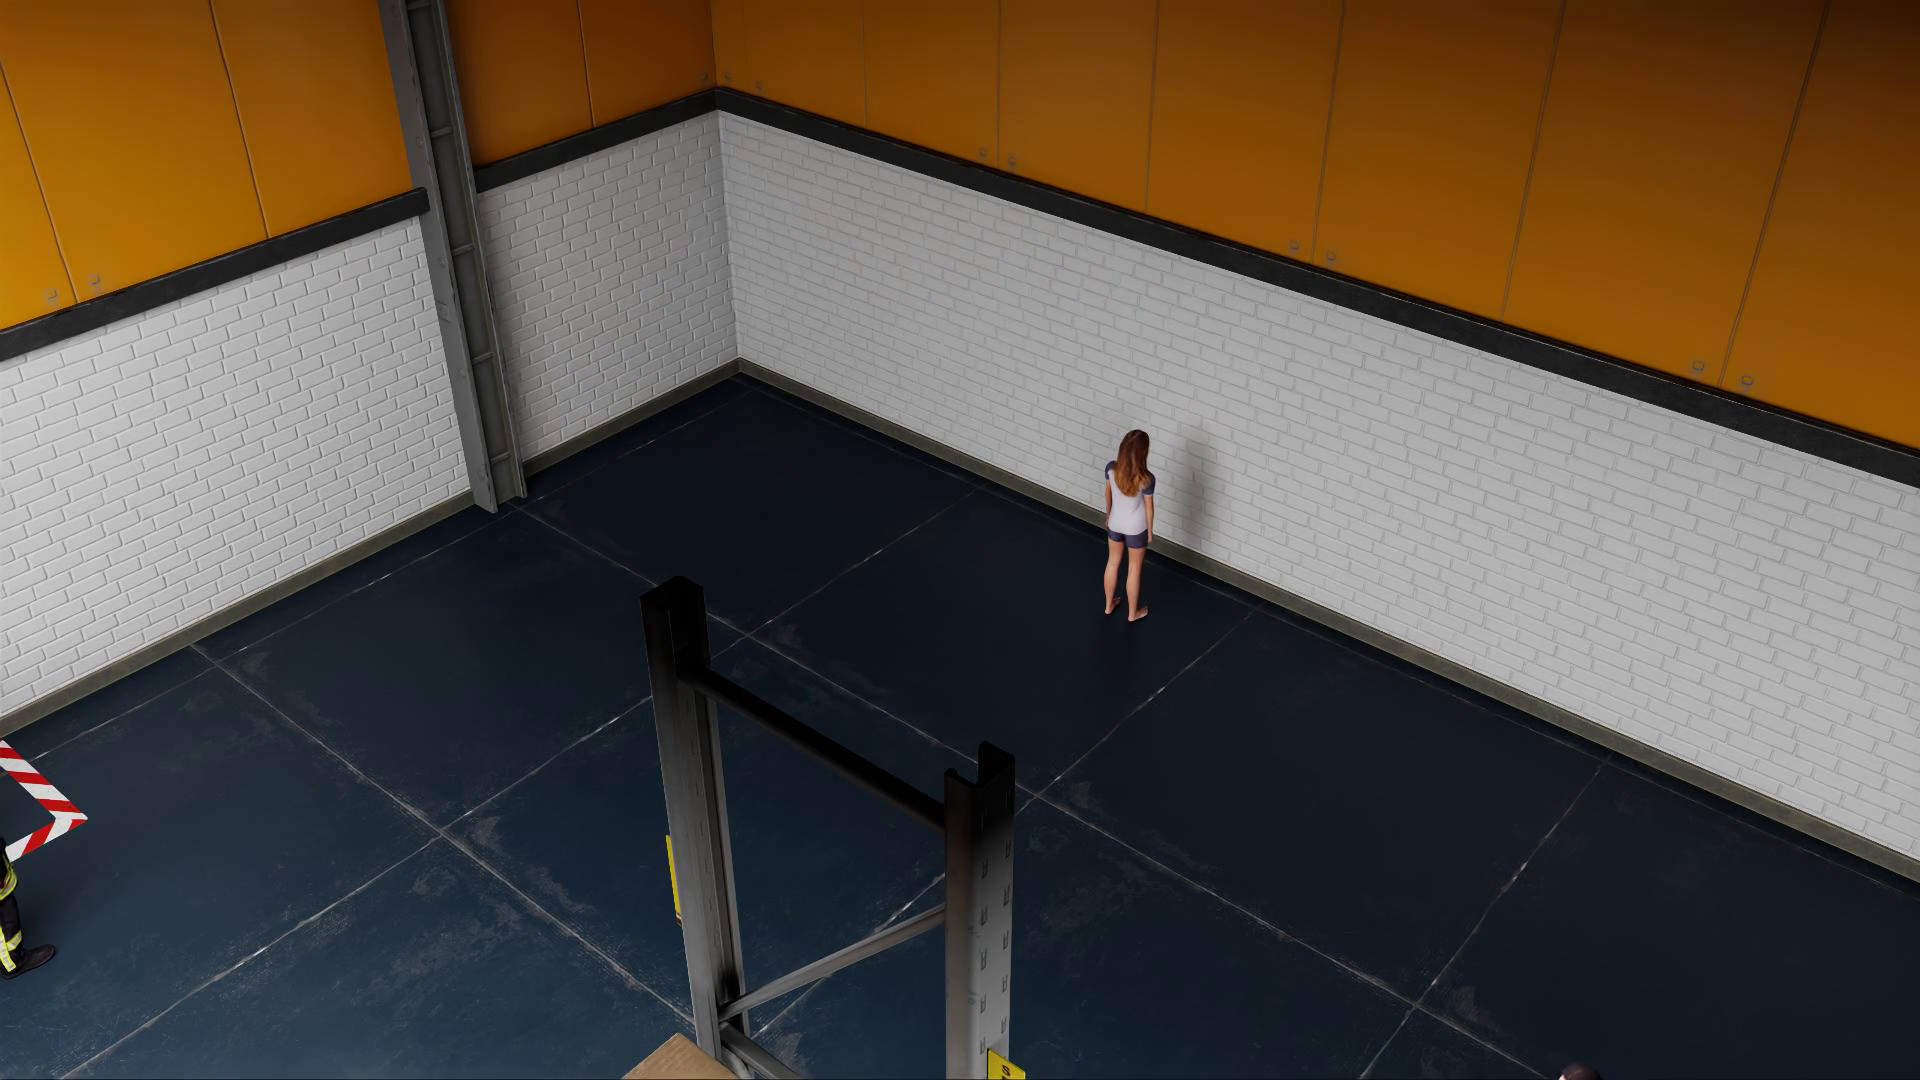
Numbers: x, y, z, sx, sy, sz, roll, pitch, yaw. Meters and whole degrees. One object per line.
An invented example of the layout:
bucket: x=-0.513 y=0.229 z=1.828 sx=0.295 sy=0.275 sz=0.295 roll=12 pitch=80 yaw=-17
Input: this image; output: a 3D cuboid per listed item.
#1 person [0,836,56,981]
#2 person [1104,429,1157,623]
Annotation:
person: x=-6.123 y=1.944 z=10.222 sx=0.782 sy=1.822 sz=0.712 roll=19 pitch=38 yaw=26
person: x=1.351 y=-0.112 z=13.402 sx=0.607 sy=1.725 sz=0.565 roll=21 pitch=39 yaw=28
